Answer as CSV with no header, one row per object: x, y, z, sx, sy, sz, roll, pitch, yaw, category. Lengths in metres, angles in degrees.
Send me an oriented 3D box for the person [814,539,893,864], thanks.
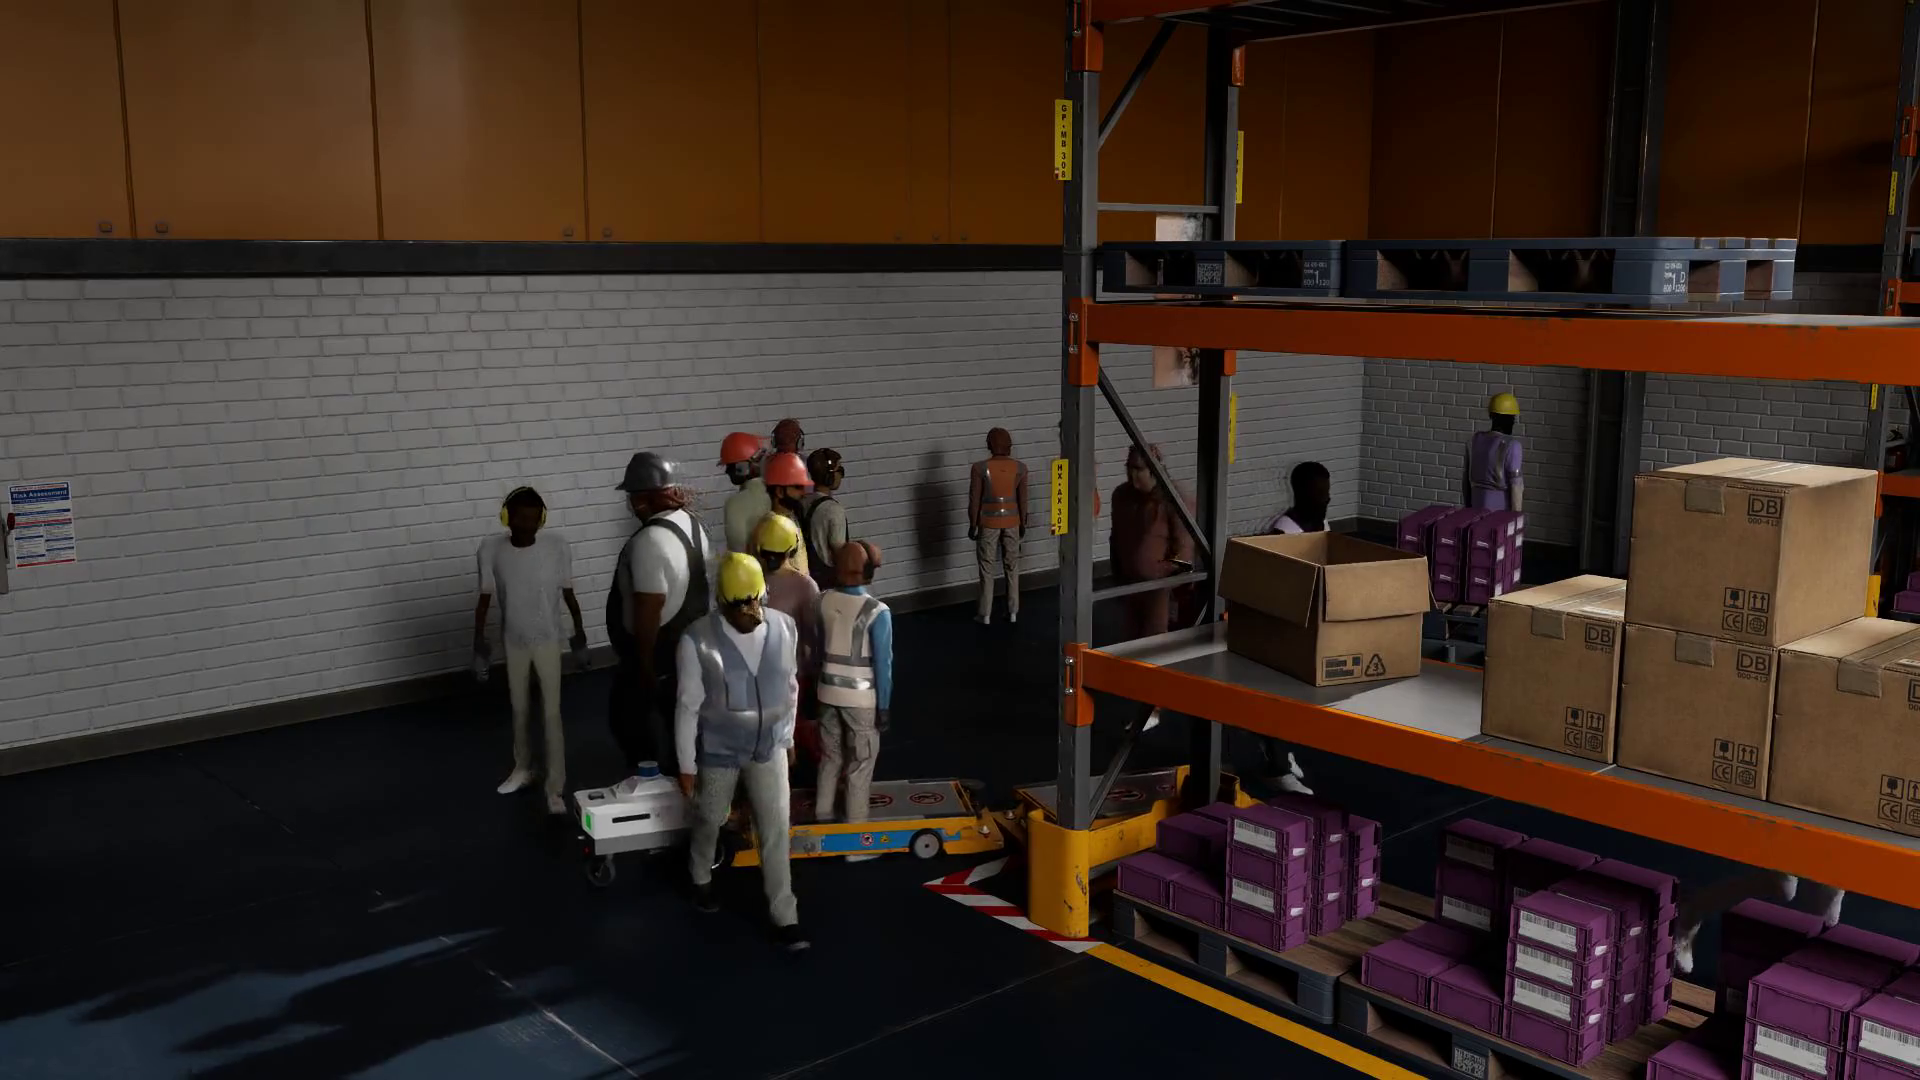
-0.540,0.811,8.355,0.515,1.623,0.328,8,13,41,person

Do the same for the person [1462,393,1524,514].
4.396,-0.248,13.666,0.382,1.924,0.594,-5,11,-27,person

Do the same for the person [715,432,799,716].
-1.247,0.320,10.191,0.498,1.968,0.644,5,11,26,person

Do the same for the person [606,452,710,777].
-1.592,0.527,8.791,0.538,2.000,0.700,3,10,18,person

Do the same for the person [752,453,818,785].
-0.998,0.472,9.448,0.419,1.935,0.556,1,10,7,person

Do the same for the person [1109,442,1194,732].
1.272,0.278,10.725,0.622,1.882,0.667,-9,13,-43,person

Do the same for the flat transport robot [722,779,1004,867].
-0.533,1.445,8.595,1.431,0.197,0.652,-2,10,-9,flat transport robot

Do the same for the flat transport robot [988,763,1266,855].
0.927,1.418,8.750,1.431,0.197,0.652,-4,10,-20,flat transport robot

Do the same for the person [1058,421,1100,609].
1.056,-0.226,14.265,0.378,1.688,0.680,4,11,23,person

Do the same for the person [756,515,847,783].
-0.894,0.690,8.861,0.520,1.715,0.892,8,13,41,person

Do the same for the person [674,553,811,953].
-0.996,0.903,7.437,0.619,1.776,0.975,-5,11,-28,person

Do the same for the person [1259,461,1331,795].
1.902,0.501,9.365,0.449,1.902,0.600,9,13,44,person

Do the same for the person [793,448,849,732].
-0.849,0.339,10.466,0.345,1.846,0.506,-9,13,-41,person

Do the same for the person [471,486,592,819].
-2.350,0.598,9.071,0.634,1.811,0.985,-1,10,-8,person

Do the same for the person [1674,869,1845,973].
3.317,0.987,6.713,0.513,1.846,0.765,-8,13,-40,person

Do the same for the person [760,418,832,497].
-1.199,0.094,11.720,0.652,1.906,0.405,-1,10,-4,person

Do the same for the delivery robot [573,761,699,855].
-1.525,1.329,8.169,0.707,0.478,0.477,-4,10,-22,delivery robot

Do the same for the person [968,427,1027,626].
0.317,-0.110,13.726,0.515,1.634,0.311,-3,10,-19,person
